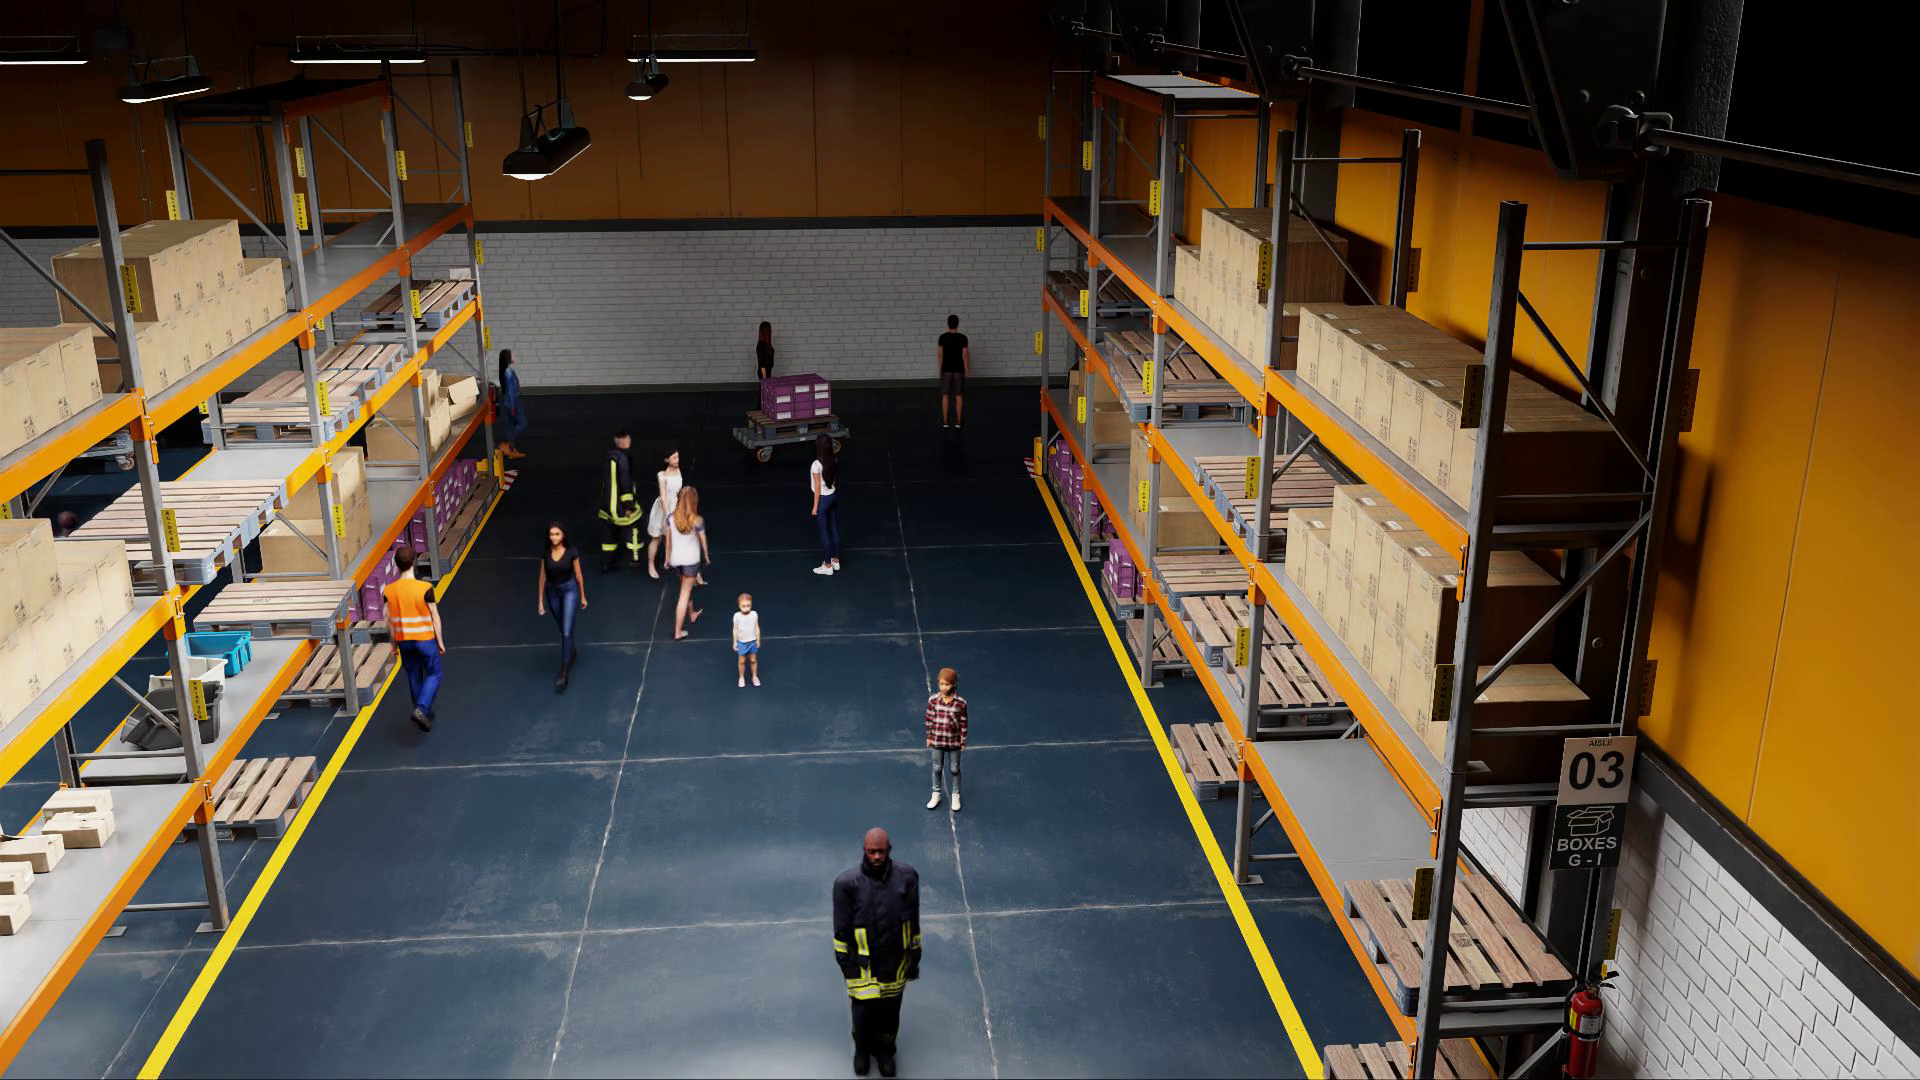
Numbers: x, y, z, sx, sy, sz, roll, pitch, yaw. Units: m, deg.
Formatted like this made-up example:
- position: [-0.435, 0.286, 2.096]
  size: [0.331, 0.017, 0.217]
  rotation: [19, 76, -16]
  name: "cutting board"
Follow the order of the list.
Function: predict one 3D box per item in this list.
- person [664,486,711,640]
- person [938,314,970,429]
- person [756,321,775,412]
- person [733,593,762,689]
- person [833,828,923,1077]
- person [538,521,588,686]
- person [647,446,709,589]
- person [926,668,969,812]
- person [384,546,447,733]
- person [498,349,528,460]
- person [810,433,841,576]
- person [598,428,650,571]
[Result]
- position: [-3.084, 0.289, 18.435]
  size: [0.870, 1.686, 1.048]
  rotation: [7, 20, 20]
  name: "person"
- position: [-0.122, -2.776, 27.265]
  size: [0.691, 1.861, 0.603]
  rotation: [1, 19, 2]
  name: "person"
- position: [-3.239, -2.763, 27.463]
  size: [0.675, 1.709, 0.506]
  rotation: [0, 19, 1]
  name: "person"
- position: [-2.214, 1.028, 17.288]
  size: [0.447, 1.019, 0.449]
  rotation: [-4, 19, -10]
  name: "person"
- position: [-0.553, 2.692, 11.103]
  size: [0.791, 1.813, 0.796]
  rotation: [-5, 19, -13]
  name: "person"
- position: [-4.165, 0.611, 17.481]
  size: [0.693, 1.686, 1.196]
  rotation: [1, 19, 2]
  name: "person"
- position: [-3.564, -0.255, 20.019]
  size: [1.184, 1.708, 1.194]
  rotation: [13, 23, 34]
  name: "person"
- position: [-0.117, 1.745, 14.709]
  size: [0.576, 1.306, 0.589]
  rotation: [3, 19, 8]
  name: "person"
- position: [-5.250, 1.001, 16.031]
  size: [0.728, 1.873, 0.934]
  rotation: [0, 19, 0]
  name: "person"
- position: [-6.936, -2.048, 25.352]
  size: [0.822, 1.702, 0.748]
  rotation: [-9, 21, -26]
  name: "person"
- position: [-1.649, -0.451, 20.496]
  size: [0.729, 1.774, 0.634]
  rotation: [11, 21, 28]
  name: "person"
- position: [-4.248, -0.471, 20.462]
  size: [1.139, 1.833, 1.059]
  rotation: [-18, 25, -42]
  name: "person"
